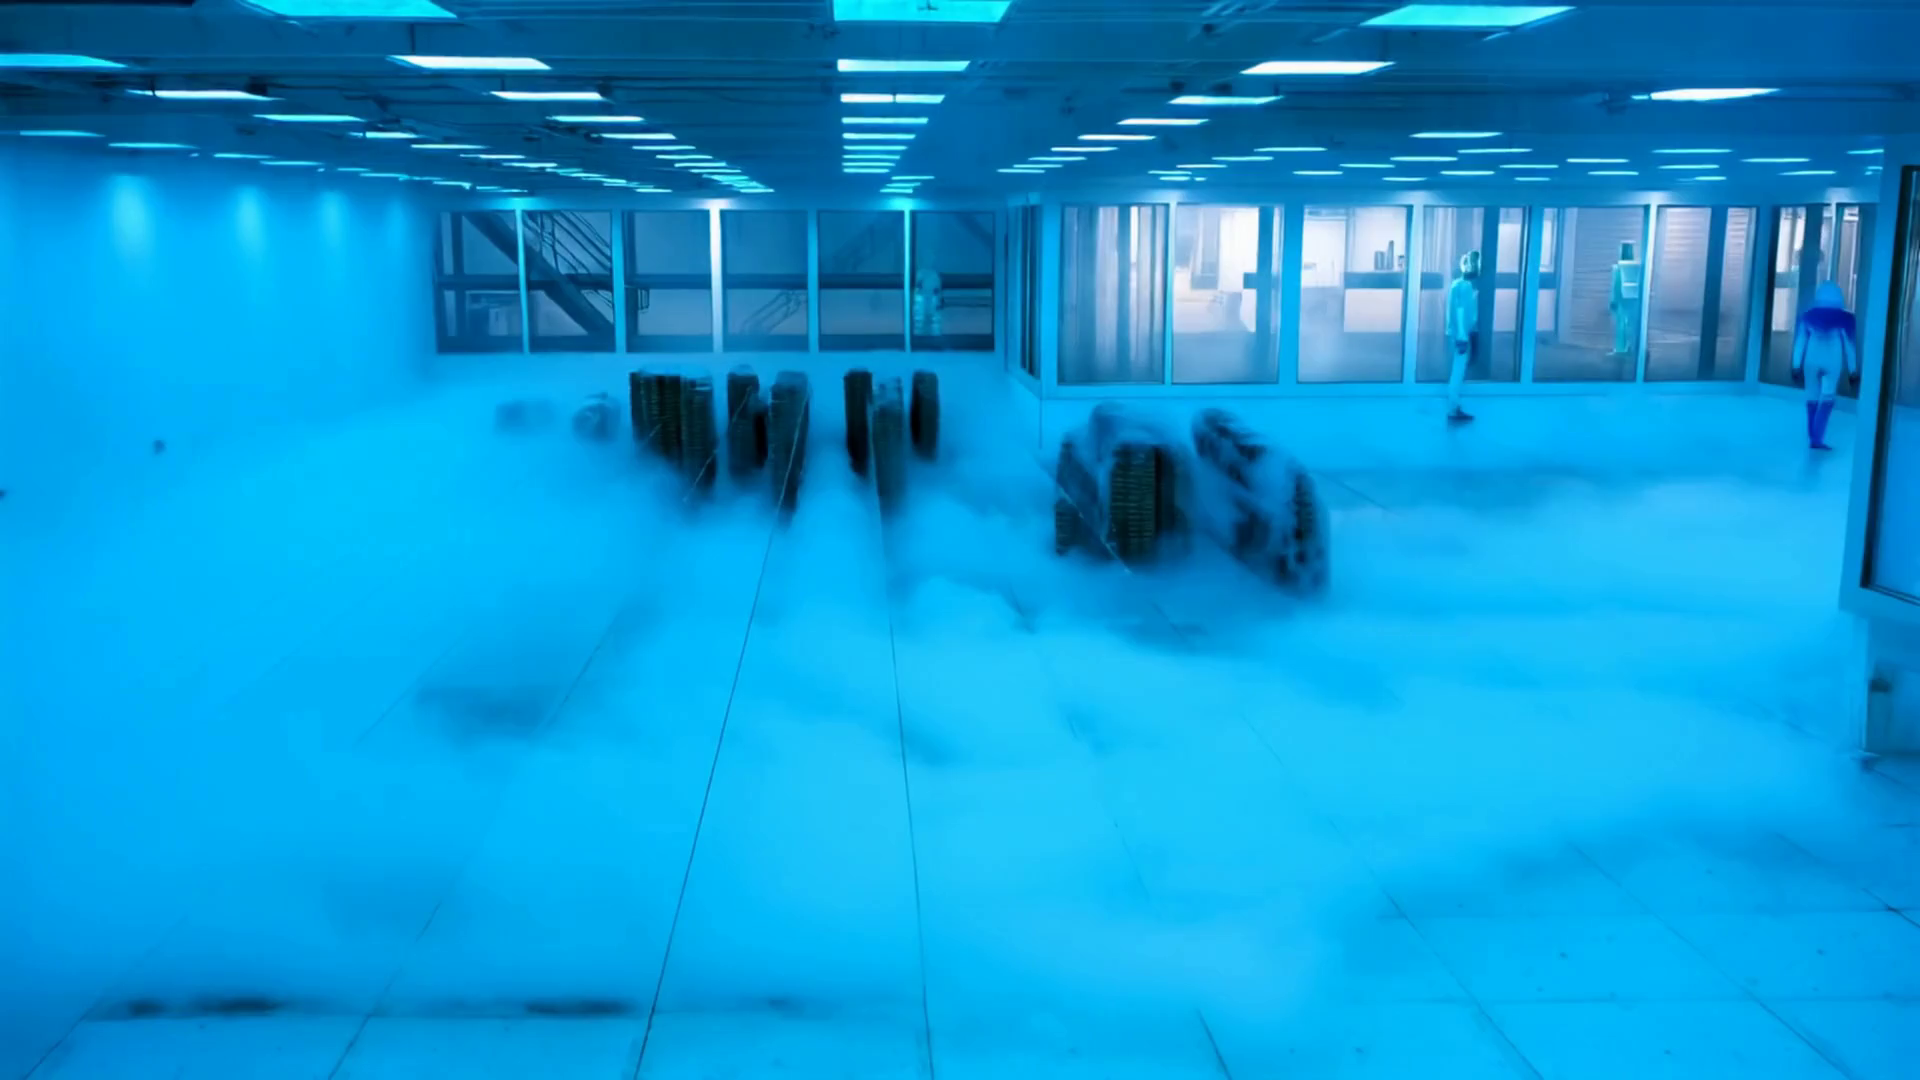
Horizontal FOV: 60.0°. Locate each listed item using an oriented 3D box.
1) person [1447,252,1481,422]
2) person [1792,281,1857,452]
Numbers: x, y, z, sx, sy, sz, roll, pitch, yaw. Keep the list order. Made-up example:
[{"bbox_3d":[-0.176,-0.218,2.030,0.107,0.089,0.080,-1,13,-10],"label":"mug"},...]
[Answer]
[{"bbox_3d":[5.571,-2.235,18.347,0.322,1.871,0.531,4,11,21],"label":"person"},{"bbox_3d":[8.246,-1.649,15.858,0.533,1.621,0.447,8,13,38],"label":"person"}]
